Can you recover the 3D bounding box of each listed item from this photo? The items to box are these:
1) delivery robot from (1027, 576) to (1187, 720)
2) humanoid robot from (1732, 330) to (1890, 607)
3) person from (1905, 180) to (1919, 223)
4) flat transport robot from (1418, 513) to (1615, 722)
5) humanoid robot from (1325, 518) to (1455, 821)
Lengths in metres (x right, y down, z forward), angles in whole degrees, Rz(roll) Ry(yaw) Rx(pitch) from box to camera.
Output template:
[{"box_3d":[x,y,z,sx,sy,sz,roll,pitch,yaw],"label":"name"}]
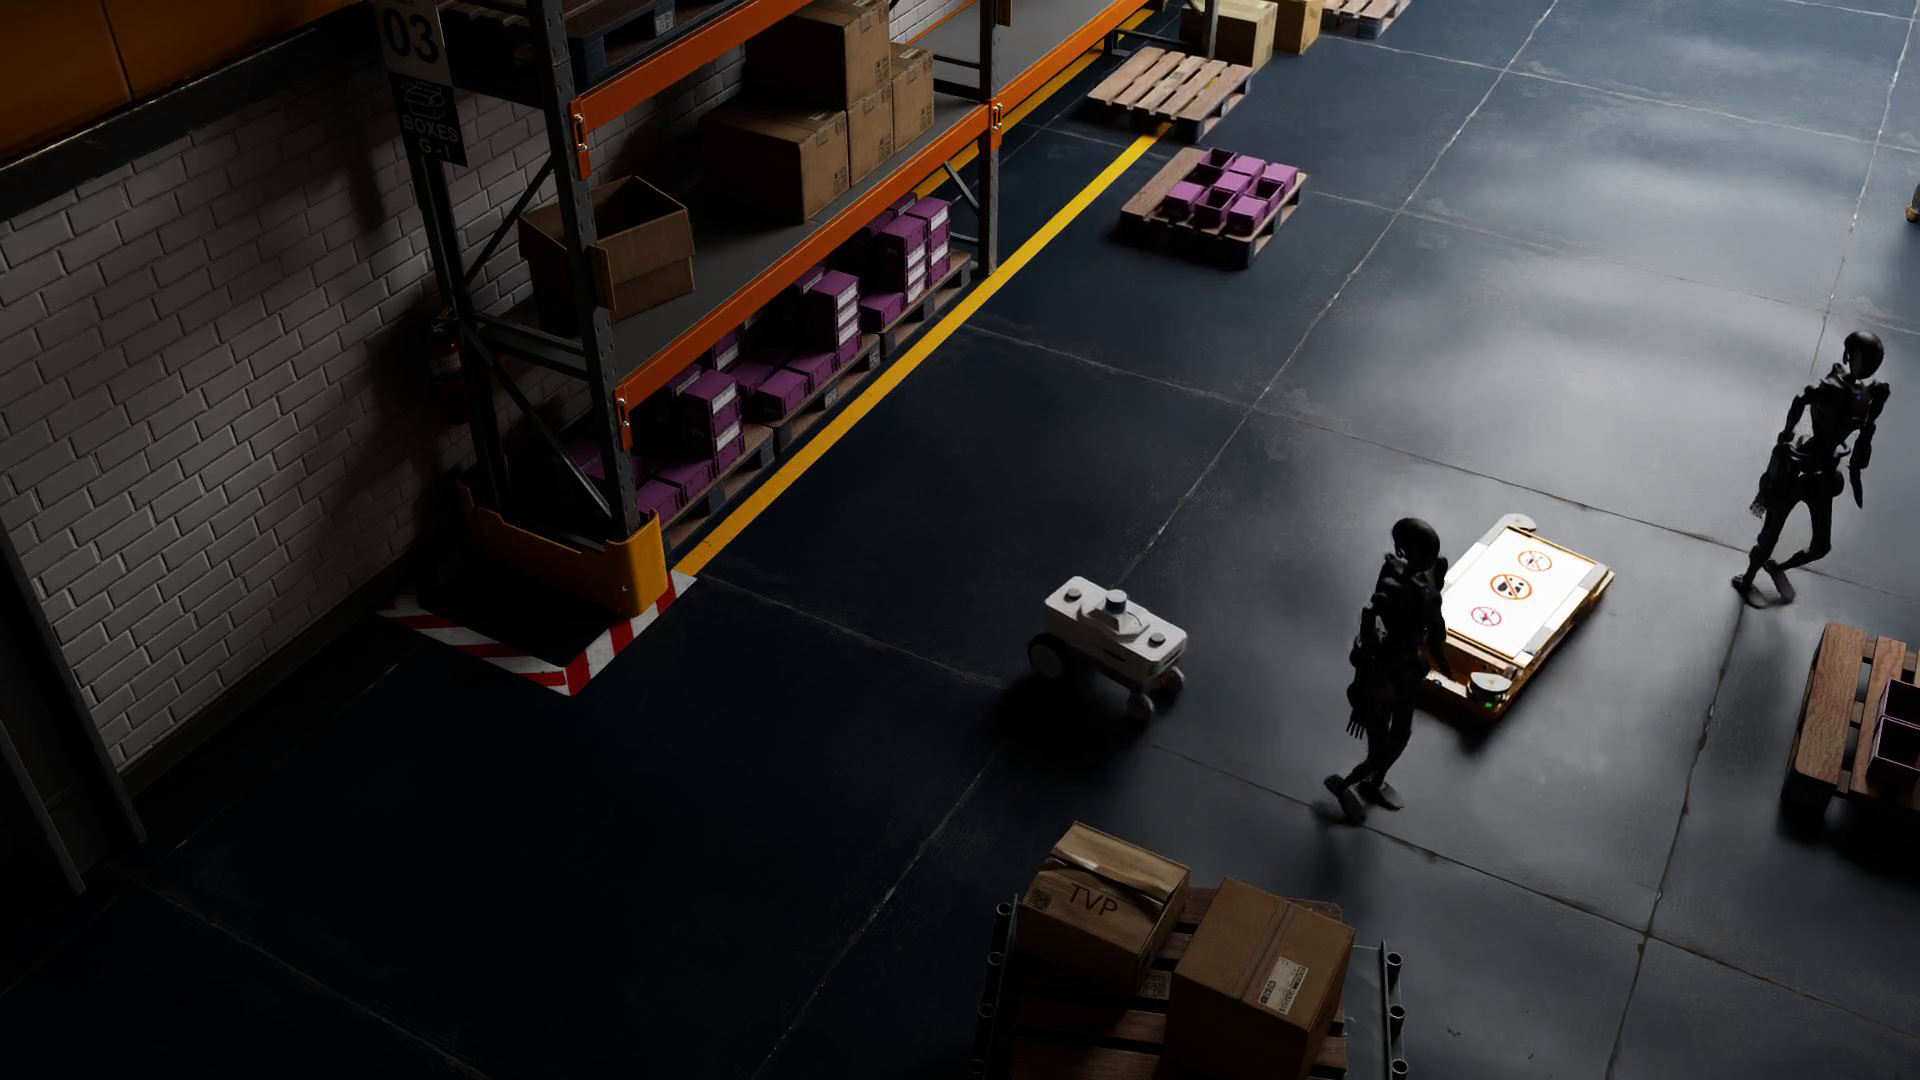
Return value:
[{"box_3d":[0.759,0.500,8.367,0.792,0.595,0.499,28,46,30],"label":"delivery robot"},{"box_3d":[4.355,-0.335,8.509,0.601,1.645,0.334,-7,39,-9],"label":"humanoid robot"},{"box_3d":[7.243,-3.108,11.806,0.558,1.896,0.356,23,44,26],"label":"person"},{"box_3d":[2.849,0.374,8.752,0.659,0.231,1.431,28,46,30],"label":"flat transport robot"},{"box_3d":[1.938,0.577,7.368,0.600,1.656,0.344,-27,46,-30],"label":"humanoid robot"}]
